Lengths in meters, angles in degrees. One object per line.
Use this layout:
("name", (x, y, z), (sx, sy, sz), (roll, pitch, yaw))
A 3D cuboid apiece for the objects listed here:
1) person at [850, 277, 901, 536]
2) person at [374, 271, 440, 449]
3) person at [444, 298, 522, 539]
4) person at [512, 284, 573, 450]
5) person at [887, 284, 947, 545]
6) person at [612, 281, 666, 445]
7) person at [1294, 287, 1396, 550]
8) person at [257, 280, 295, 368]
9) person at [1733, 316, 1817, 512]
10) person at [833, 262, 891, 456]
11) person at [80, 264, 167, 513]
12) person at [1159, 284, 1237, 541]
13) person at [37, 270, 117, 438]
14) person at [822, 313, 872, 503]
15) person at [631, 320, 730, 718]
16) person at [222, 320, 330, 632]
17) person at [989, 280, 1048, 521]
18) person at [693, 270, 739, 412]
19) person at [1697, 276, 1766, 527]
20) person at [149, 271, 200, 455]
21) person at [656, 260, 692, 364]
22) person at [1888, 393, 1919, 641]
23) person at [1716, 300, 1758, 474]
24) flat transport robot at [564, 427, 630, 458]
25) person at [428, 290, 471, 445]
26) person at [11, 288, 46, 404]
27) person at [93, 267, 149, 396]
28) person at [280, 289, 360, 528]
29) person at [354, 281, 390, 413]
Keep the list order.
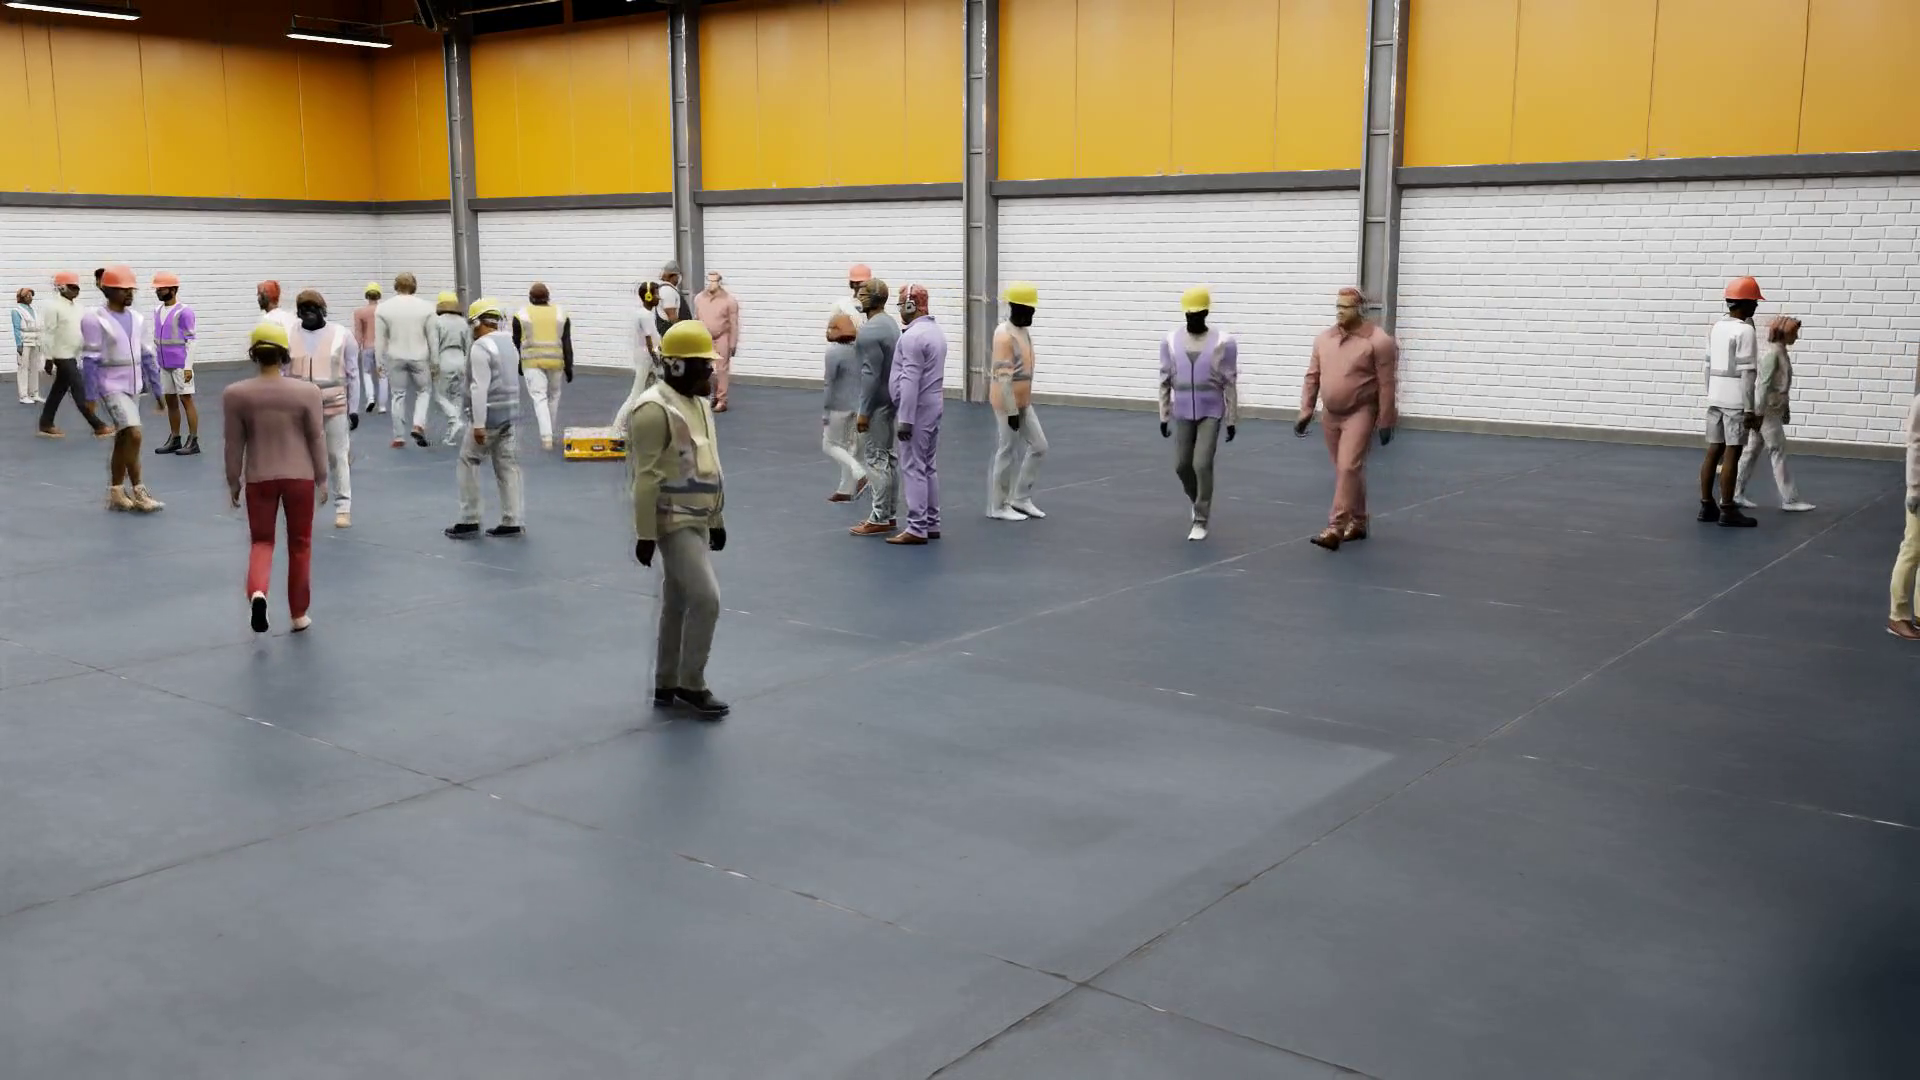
("person", (-0.634, -0.995, 12.491), (0.368, 1.940, 0.632), (2, 10, 12))
("person", (-5.961, -1.921, 17.941), (0.698, 1.924, 0.477), (-3, 10, -14))
("person", (-3.569, -0.903, 12.416), (0.671, 1.783, 0.615), (3, 10, 14))
("person", (-4.571, -1.895, 18.182), (0.617, 1.788, 0.943), (-5, 11, -27))
("person", (-0.319, -0.918, 12.179), (0.401, 1.896, 0.659), (3, 10, 15))
("person", (-3.460, -1.939, 18.363), (0.993, 1.823, 0.515), (-1, 10, -3))
("person", (2.727, -0.867, 11.968), (0.943, 1.868, 0.651), (-8, 12, -38))
("person", (-6.505, -1.573, 16.074), (0.649, 1.867, 0.580), (0, 10, -2))
("person", (6.695, -1.022, 13.590), (0.772, 1.596, 0.635), (6, 11, 30))
("person", (-0.996, -1.871, 17.375), (0.632, 2.021, 0.659), (-2, 10, -13))
("person", (-6.704, -1.213, 13.515), (0.793, 2.016, 0.647), (3, 10, 15))
("person", (1.794, -0.966, 12.459), (0.597, 1.895, 0.672), (4, 11, 22))
("person", (-10.228, -2.128, 19.116), (1.042, 1.935, 0.638), (0, 10, -1))
("person", (-0.946, -1.095, 13.998), (0.456, 1.618, 0.516), (6, 11, 31))
("person", (-1.196, -0.089, 7.580), (0.589, 1.808, 0.631), (2, 10, 13))
("person", (-3.755, -0.325, 9.143), (0.533, 1.756, 0.530), (-2, 10, -13))
("person", (0.486, -1.079, 13.079), (0.580, 1.899, 0.609), (4, 11, 22))
("person", (-3.284, -2.649, 22.239), (0.680, 1.891, 0.436), (3, 10, 18))
("person", (6.020, -1.073, 12.949), (0.362, 1.939, 0.542), (-1, 10, -9))
("person", (-8.299, -1.861, 17.537), (0.545, 1.938, 0.362), (4, 11, 24))
("person", (-4.191, -3.148, 24.734), (0.658, 2.000, 0.713), (-2, 10, -10))
("person", (5.386, -0.270, 9.161), (0.505, 1.633, 0.270), (-4, 11, -25))
("person", (7.484, -1.555, 16.024), (0.508, 1.846, 0.345), (-8, 13, -40))
("flat transport robot", (-3.854, -1.044, 17.627), (0.652, 0.197, 1.431), (-2, 10, -12))
("person", (-5.596, -1.886, 18.330), (0.536, 1.707, 0.547), (-9, 14, -44))
("person", (-13.229, -2.756, 23.618), (0.310, 1.637, 0.523), (1, 10, 4))
("person", (-12.546, -3.038, 24.490), (1.031, 1.893, 0.596), (-4, 10, -22))
("person", (-4.950, -1.000, 12.809), (0.632, 1.841, 0.429), (-2, 10, -11))
("person", (-7.762, -2.554, 22.115), (0.533, 1.754, 0.355), (-4, 10, -22))
